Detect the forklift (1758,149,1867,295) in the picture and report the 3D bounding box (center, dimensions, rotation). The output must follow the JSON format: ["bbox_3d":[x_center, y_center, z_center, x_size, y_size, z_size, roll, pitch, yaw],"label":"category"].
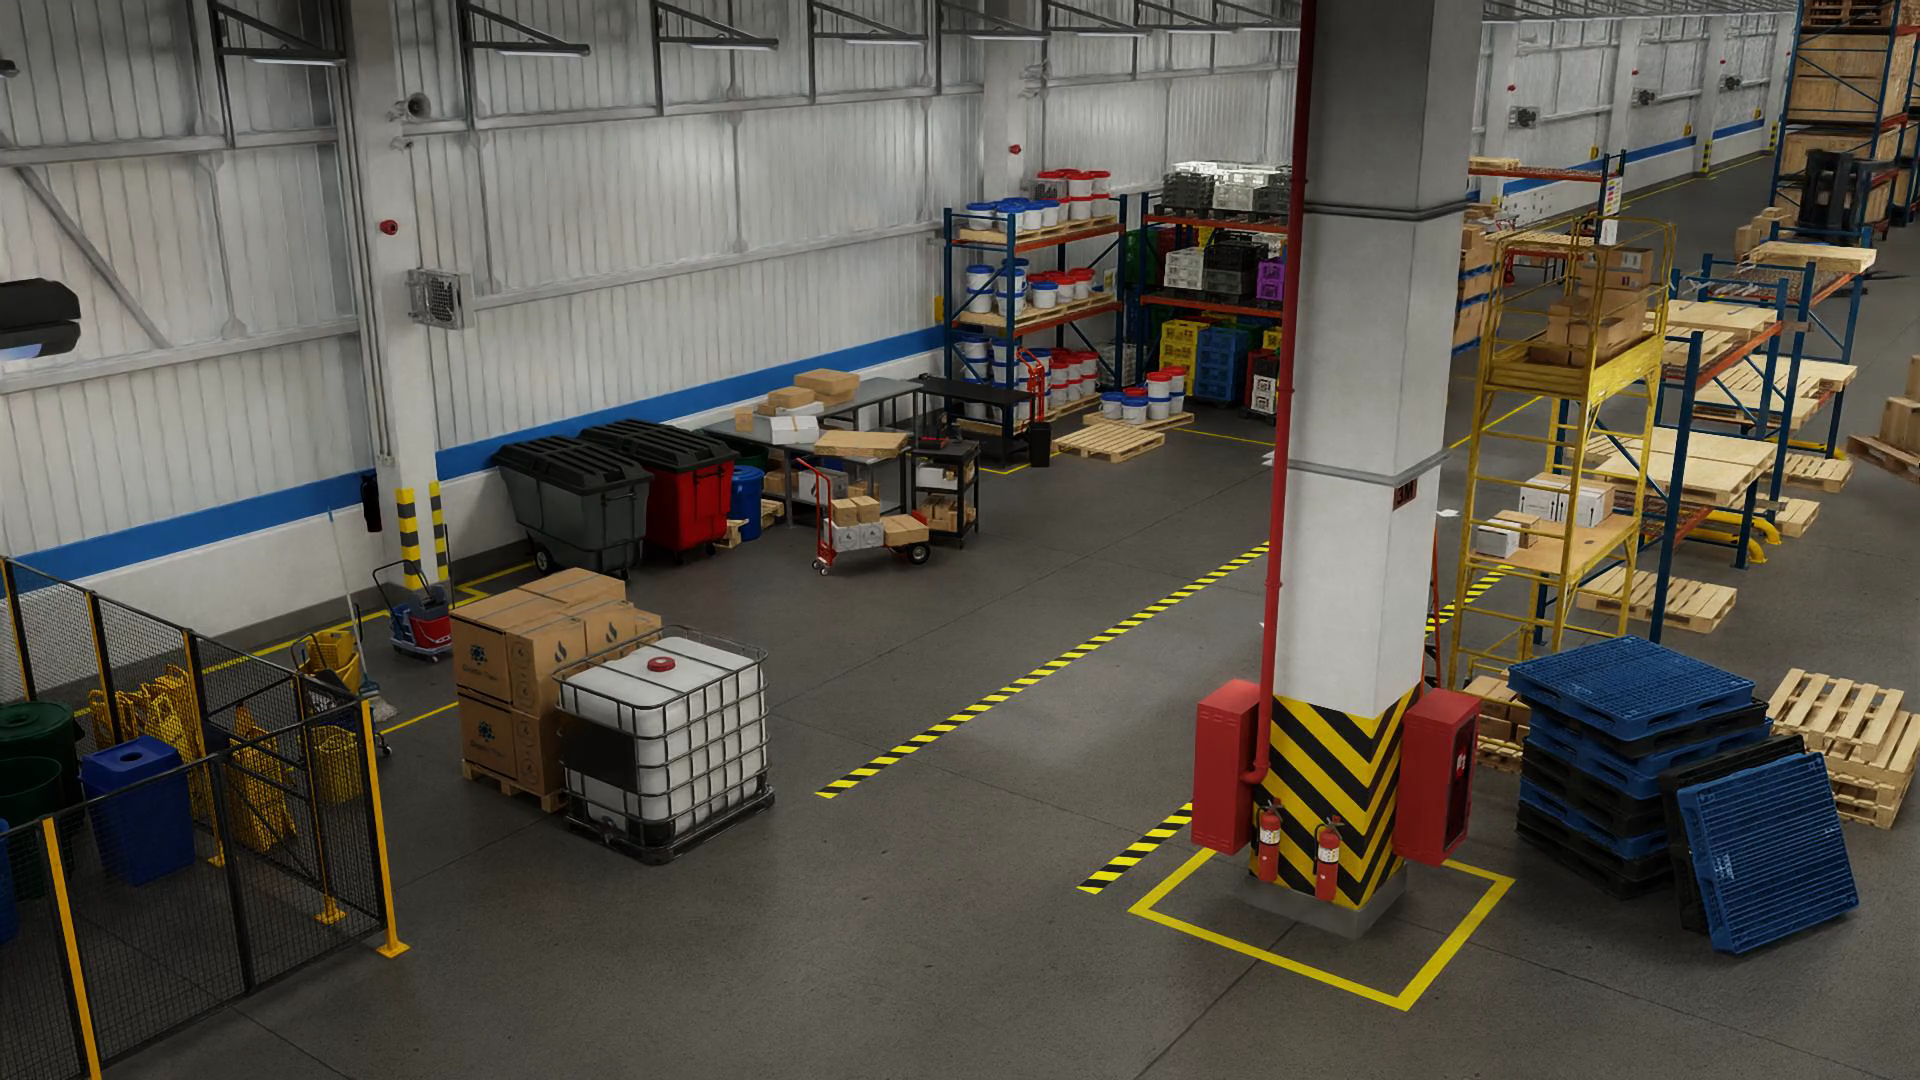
[{"bbox_3d":[16.921,-6.269,32.807,1.873,2.768,1.129,-5,19,-14],"label":"forklift"}]
